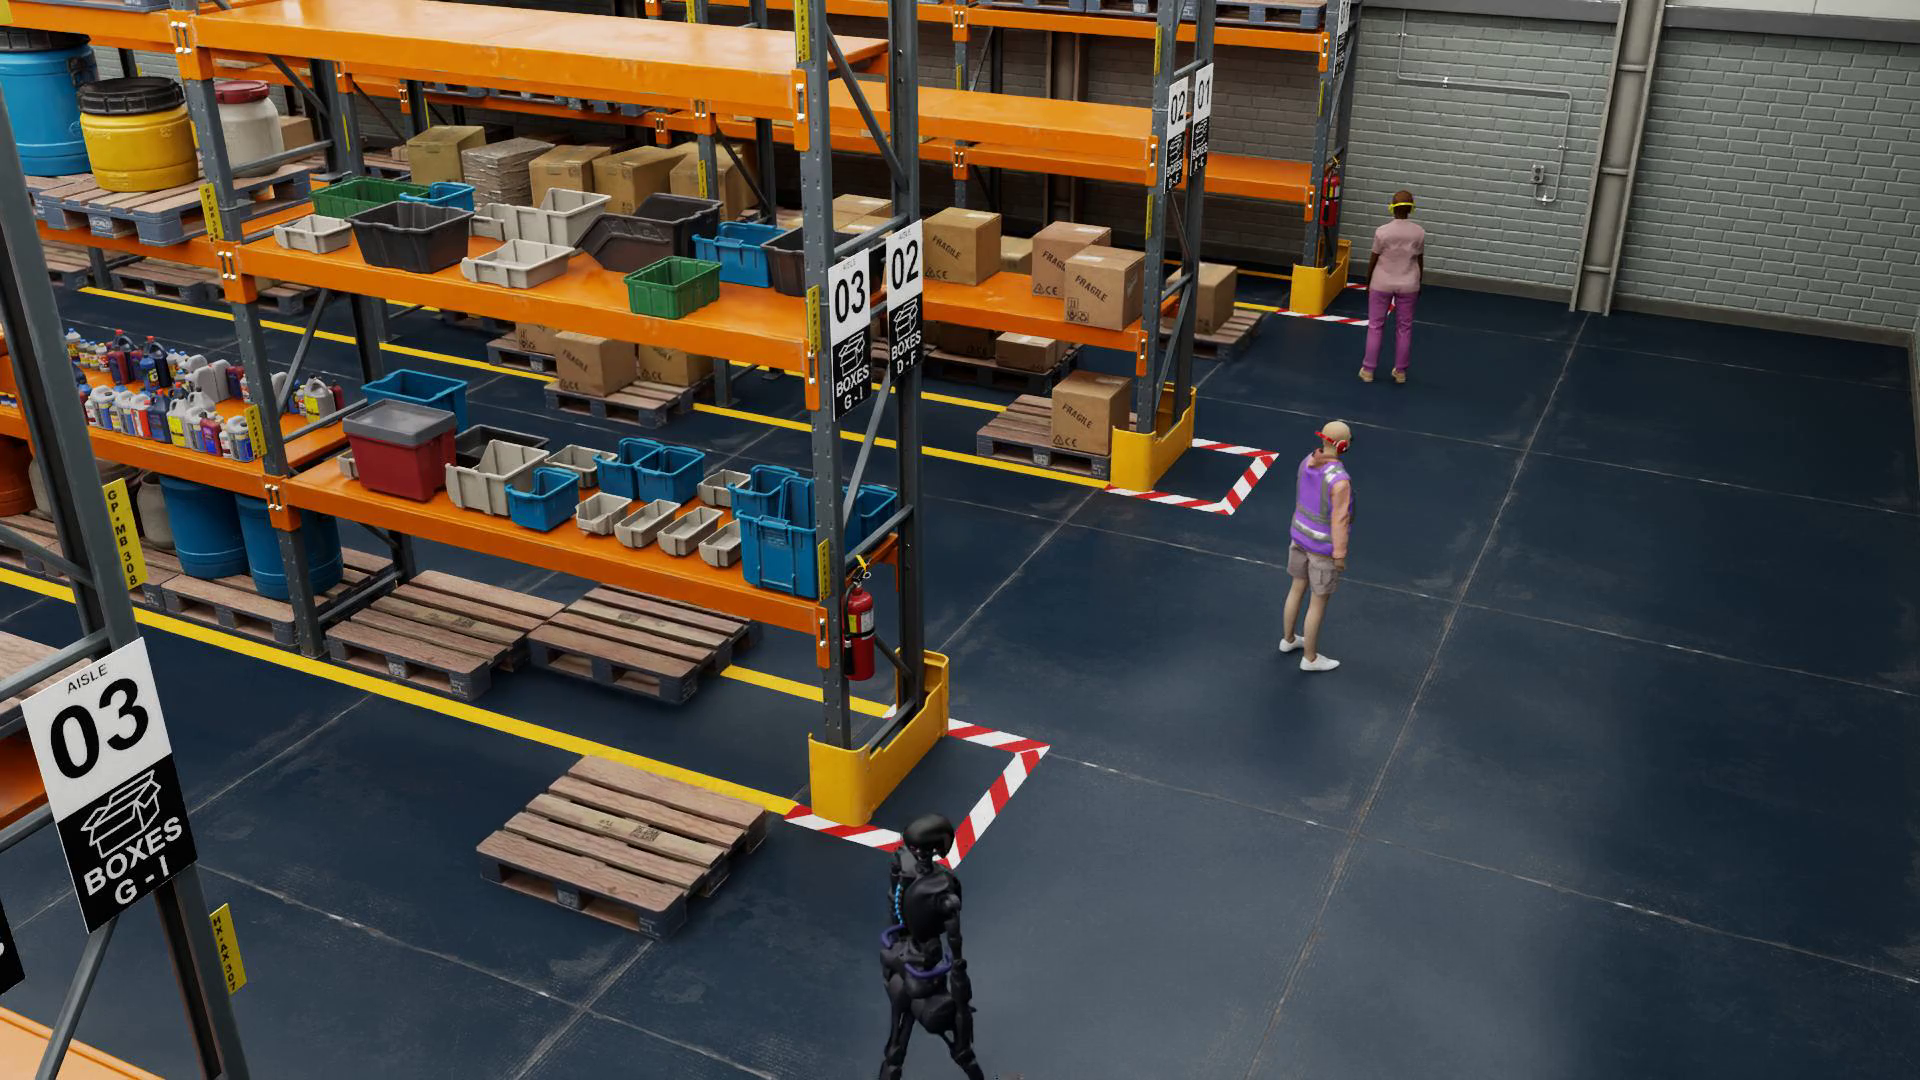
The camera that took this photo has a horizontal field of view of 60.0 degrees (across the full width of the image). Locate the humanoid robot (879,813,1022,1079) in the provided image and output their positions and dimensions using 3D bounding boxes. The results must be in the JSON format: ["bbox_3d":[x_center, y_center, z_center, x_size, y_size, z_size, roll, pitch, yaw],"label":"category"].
[{"bbox_3d":[-0.111,1.814,7.074,0.742,1.633,0.599,-16,31,-29],"label":"humanoid robot"}]

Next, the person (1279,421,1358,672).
[{"bbox_3d":[2.293,0.034,10.637,0.349,1.688,0.491,-11,28,-21],"label":"person"}]

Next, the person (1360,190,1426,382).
[{"bbox_3d":[3.993,-2.321,15.290,0.507,1.794,0.336,3,26,7],"label":"person"}]
